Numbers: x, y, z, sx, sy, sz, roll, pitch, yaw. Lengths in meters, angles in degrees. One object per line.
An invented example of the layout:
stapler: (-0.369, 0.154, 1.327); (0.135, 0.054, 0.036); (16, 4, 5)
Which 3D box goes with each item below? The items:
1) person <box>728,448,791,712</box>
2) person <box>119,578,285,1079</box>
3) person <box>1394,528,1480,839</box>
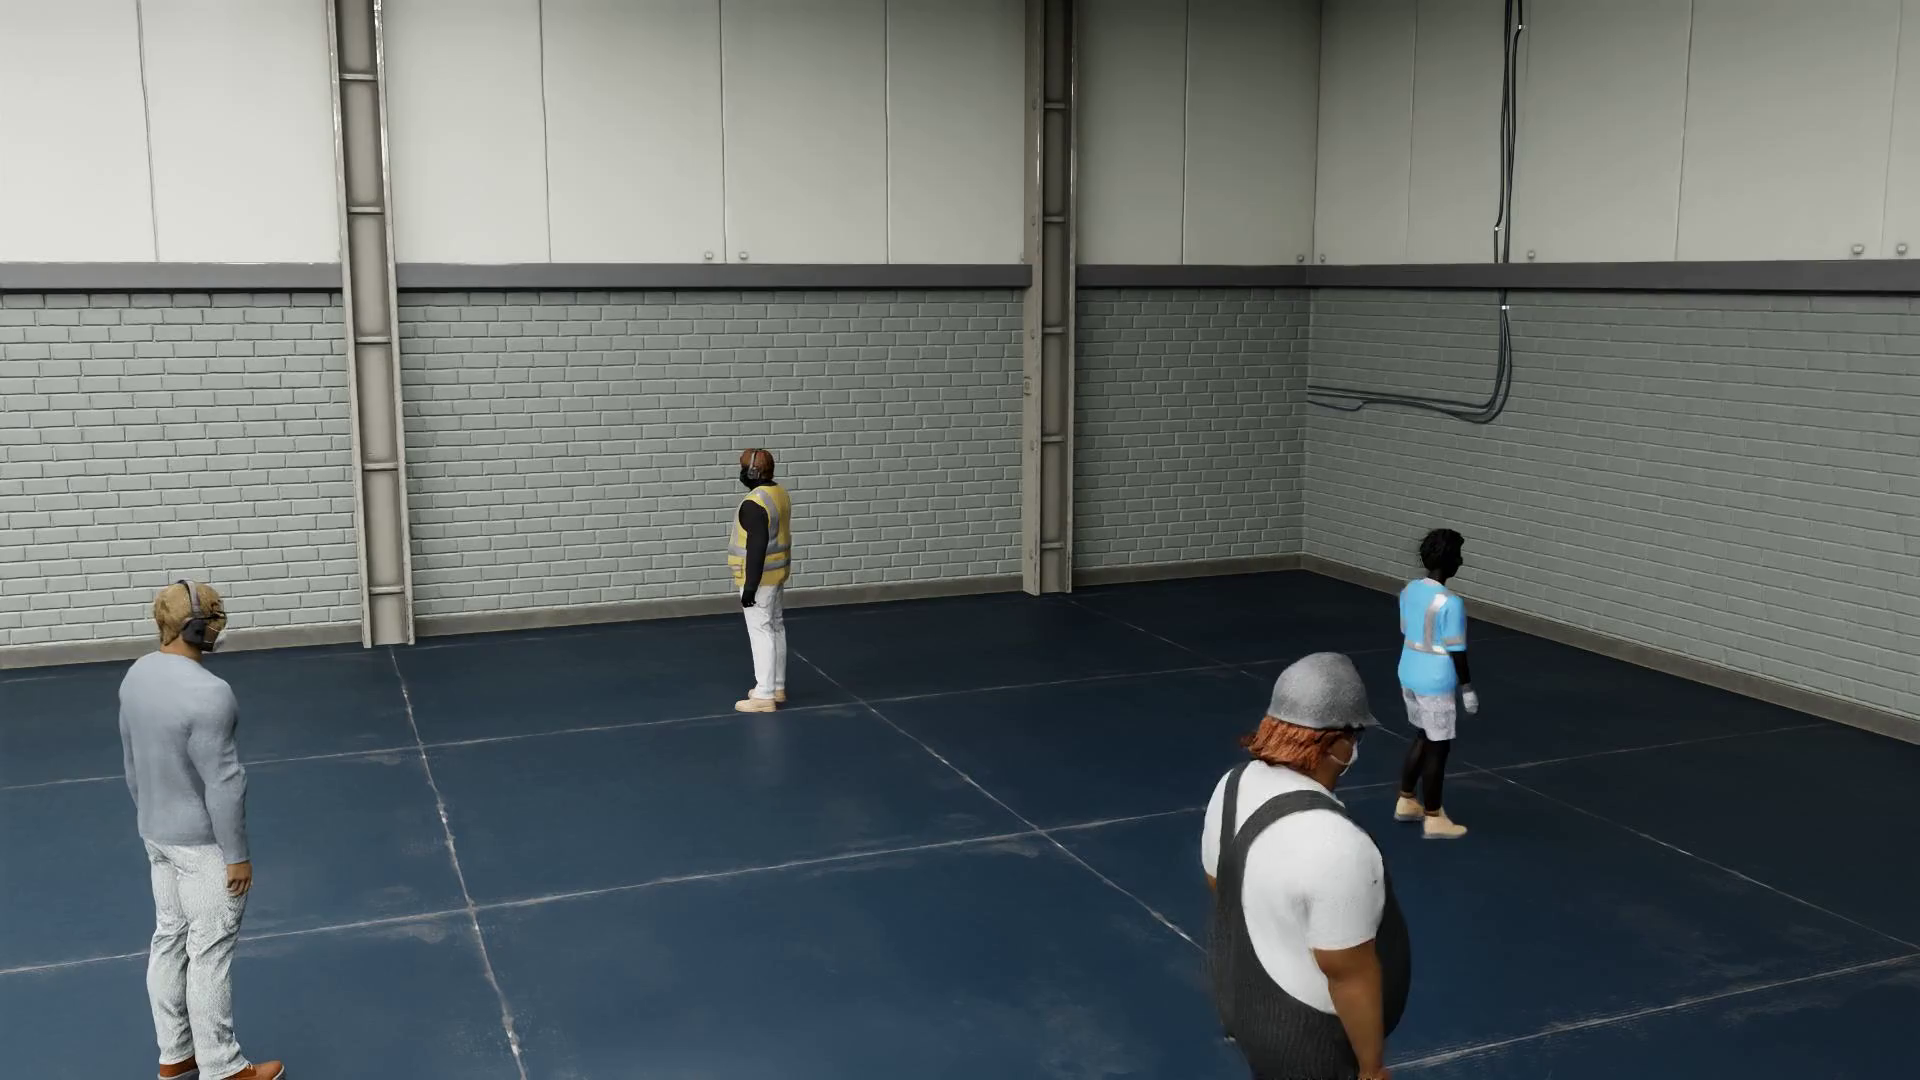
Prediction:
person: (-1.400, 0.274, 11.616); (0.429, 1.842, 0.635); (2, 9, 11)
person: (-2.818, 1.100, 6.129); (0.635, 1.936, 0.354); (7, 11, 36)
person: (2.558, 0.777, 8.940); (0.358, 1.698, 0.544); (-2, 9, -10)
